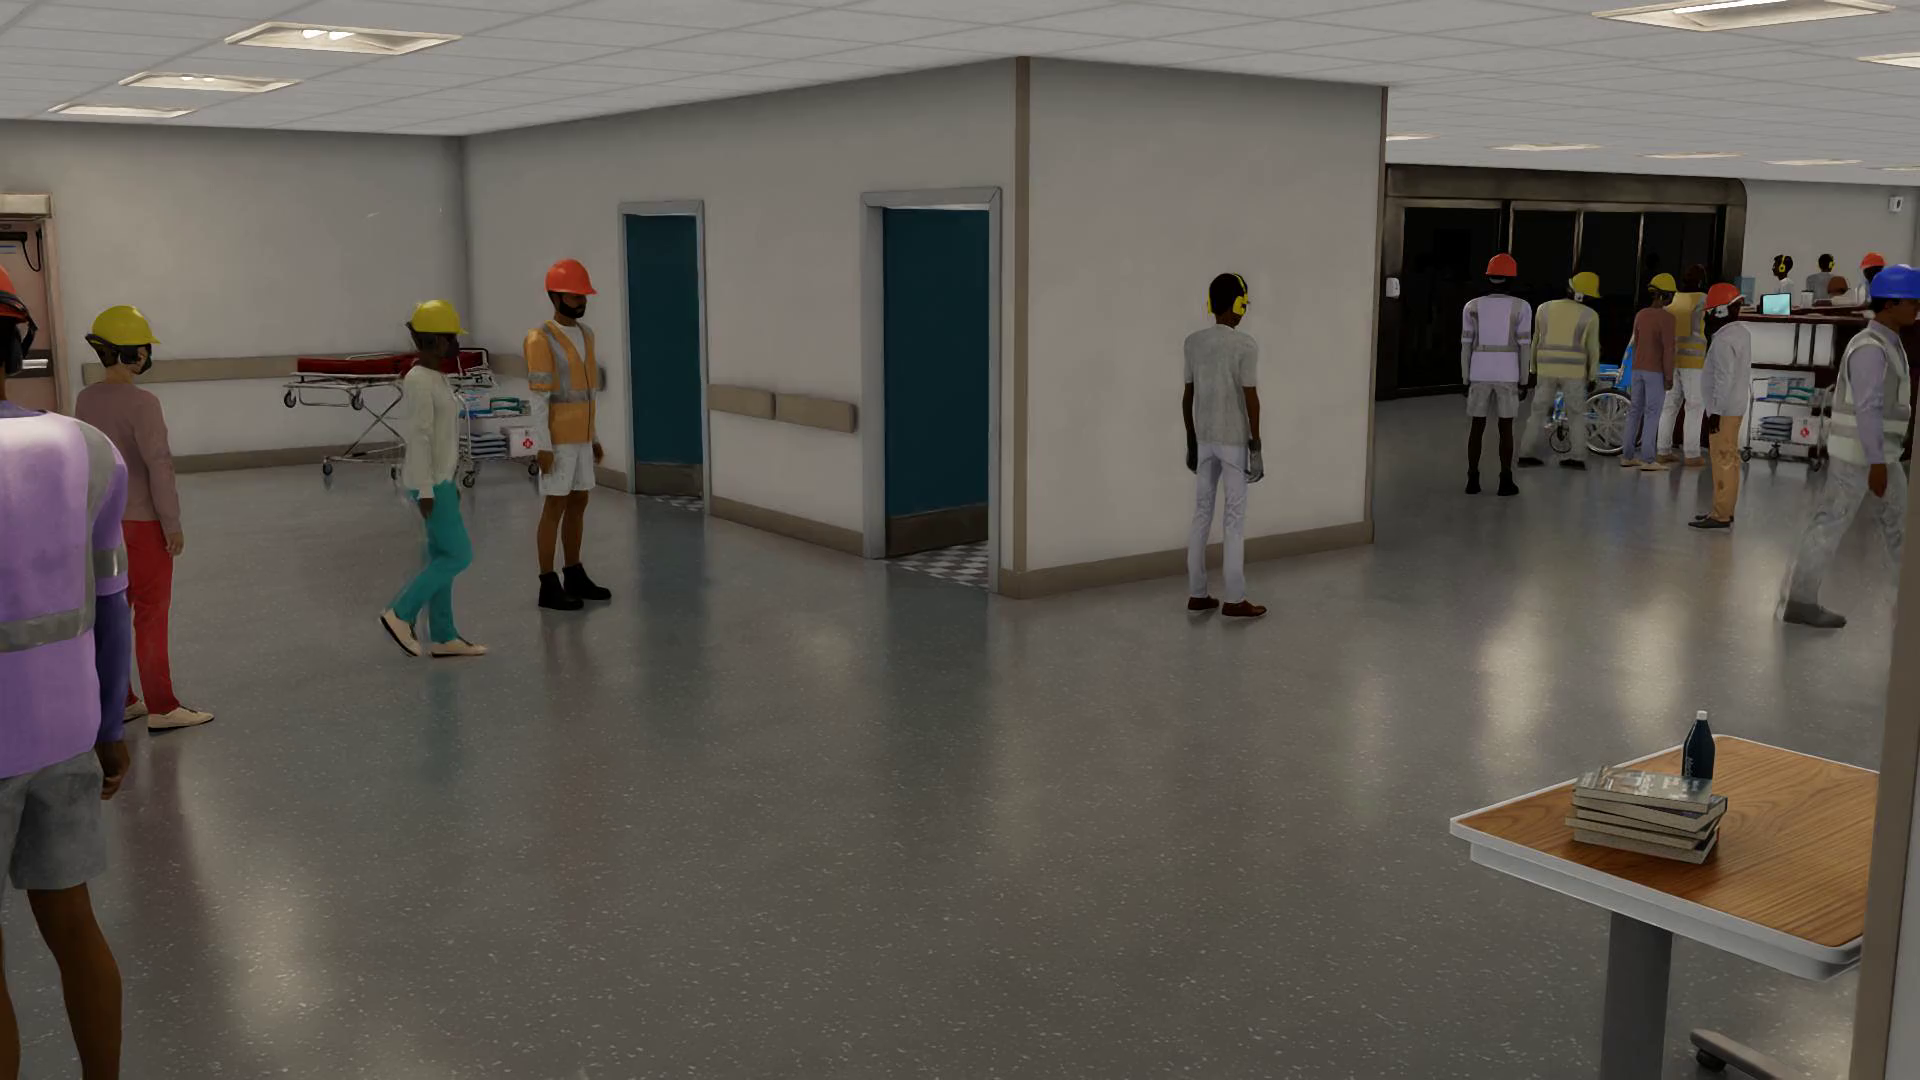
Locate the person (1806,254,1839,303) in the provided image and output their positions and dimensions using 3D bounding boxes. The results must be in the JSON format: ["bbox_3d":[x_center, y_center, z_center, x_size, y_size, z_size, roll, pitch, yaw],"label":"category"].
[{"bbox_3d":[13.040,-3.392,25.187,0.512,1.866,0.330,6,12,30],"label":"person"}]

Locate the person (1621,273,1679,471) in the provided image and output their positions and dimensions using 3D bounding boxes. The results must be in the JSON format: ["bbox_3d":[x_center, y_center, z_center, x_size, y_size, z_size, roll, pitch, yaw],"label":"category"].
[{"bbox_3d":[6.212,-1.499,14.888,0.349,1.758,0.522,-3,10,-15],"label":"person"}]

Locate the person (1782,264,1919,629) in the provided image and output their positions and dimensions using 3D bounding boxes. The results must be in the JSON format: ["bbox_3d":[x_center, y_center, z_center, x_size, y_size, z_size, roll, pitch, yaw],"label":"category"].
[{"bbox_3d":[4.782,-0.441,8.515,0.975,1.902,0.647,9,13,40],"label":"person"}]

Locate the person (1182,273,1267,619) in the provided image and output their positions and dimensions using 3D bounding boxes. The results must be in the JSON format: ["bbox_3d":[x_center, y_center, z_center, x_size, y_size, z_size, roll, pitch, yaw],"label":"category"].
[{"bbox_3d":[1.435,-0.504,9.006,0.507,1.865,0.329,10,14,44],"label":"person"}]

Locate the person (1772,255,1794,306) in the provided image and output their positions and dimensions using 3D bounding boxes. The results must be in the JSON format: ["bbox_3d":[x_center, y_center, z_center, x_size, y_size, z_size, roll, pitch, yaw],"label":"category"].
[{"bbox_3d":[10.660,-2.769,21.666,0.327,1.874,0.520,6,12,30],"label":"person"}]

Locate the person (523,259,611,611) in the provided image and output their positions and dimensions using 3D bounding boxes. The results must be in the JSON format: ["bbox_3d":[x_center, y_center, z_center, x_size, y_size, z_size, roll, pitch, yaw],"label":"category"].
[{"bbox_3d":[-2.162,-0.585,9.253,0.375,1.934,0.552,4,11,20],"label":"person"}]

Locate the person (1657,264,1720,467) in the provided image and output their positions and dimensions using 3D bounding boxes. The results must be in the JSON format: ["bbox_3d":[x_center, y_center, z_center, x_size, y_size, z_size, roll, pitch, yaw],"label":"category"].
[{"bbox_3d":[6.642,-1.583,15.156,0.430,1.836,0.618,-5,11,-27],"label":"person"}]

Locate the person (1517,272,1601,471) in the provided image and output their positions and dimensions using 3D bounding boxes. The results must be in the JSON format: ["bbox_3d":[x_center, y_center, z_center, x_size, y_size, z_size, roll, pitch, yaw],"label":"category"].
[{"bbox_3d":[5.380,-1.501,14.834,0.620,1.776,0.413,7,12,35],"label":"person"}]

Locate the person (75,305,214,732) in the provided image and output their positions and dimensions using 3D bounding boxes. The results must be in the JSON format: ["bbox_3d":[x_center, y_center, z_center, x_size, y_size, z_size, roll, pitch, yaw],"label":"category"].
[{"bbox_3d":[-3.427,-0.084,6.922,0.524,1.769,0.314,5,12,28],"label":"person"}]

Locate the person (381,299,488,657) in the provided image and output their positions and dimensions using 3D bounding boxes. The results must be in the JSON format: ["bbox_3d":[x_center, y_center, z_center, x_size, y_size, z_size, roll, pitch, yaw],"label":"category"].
[{"bbox_3d":[-2.525,-0.274,8.006,0.407,1.752,0.549,-1,10,-7],"label":"person"}]

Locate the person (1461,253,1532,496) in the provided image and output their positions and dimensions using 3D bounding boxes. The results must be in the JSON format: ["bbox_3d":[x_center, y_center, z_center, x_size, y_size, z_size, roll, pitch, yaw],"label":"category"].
[{"bbox_3d":[4.301,-1.320,13.367,0.545,1.938,0.361,5,11,27],"label":"person"}]

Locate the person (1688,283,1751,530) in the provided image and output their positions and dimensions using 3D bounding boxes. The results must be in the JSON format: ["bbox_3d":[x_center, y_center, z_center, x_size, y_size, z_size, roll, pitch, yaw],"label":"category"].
[{"bbox_3d":[5.394,-0.945,11.810,0.347,1.741,0.564,7,12,36],"label":"person"}]

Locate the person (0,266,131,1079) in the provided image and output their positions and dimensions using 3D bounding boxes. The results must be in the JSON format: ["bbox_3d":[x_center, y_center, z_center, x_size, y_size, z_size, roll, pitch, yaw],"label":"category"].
[{"bbox_3d":[-2.000,0.409,3.449,0.409,2.028,0.612,4,11,20],"label":"person"}]
